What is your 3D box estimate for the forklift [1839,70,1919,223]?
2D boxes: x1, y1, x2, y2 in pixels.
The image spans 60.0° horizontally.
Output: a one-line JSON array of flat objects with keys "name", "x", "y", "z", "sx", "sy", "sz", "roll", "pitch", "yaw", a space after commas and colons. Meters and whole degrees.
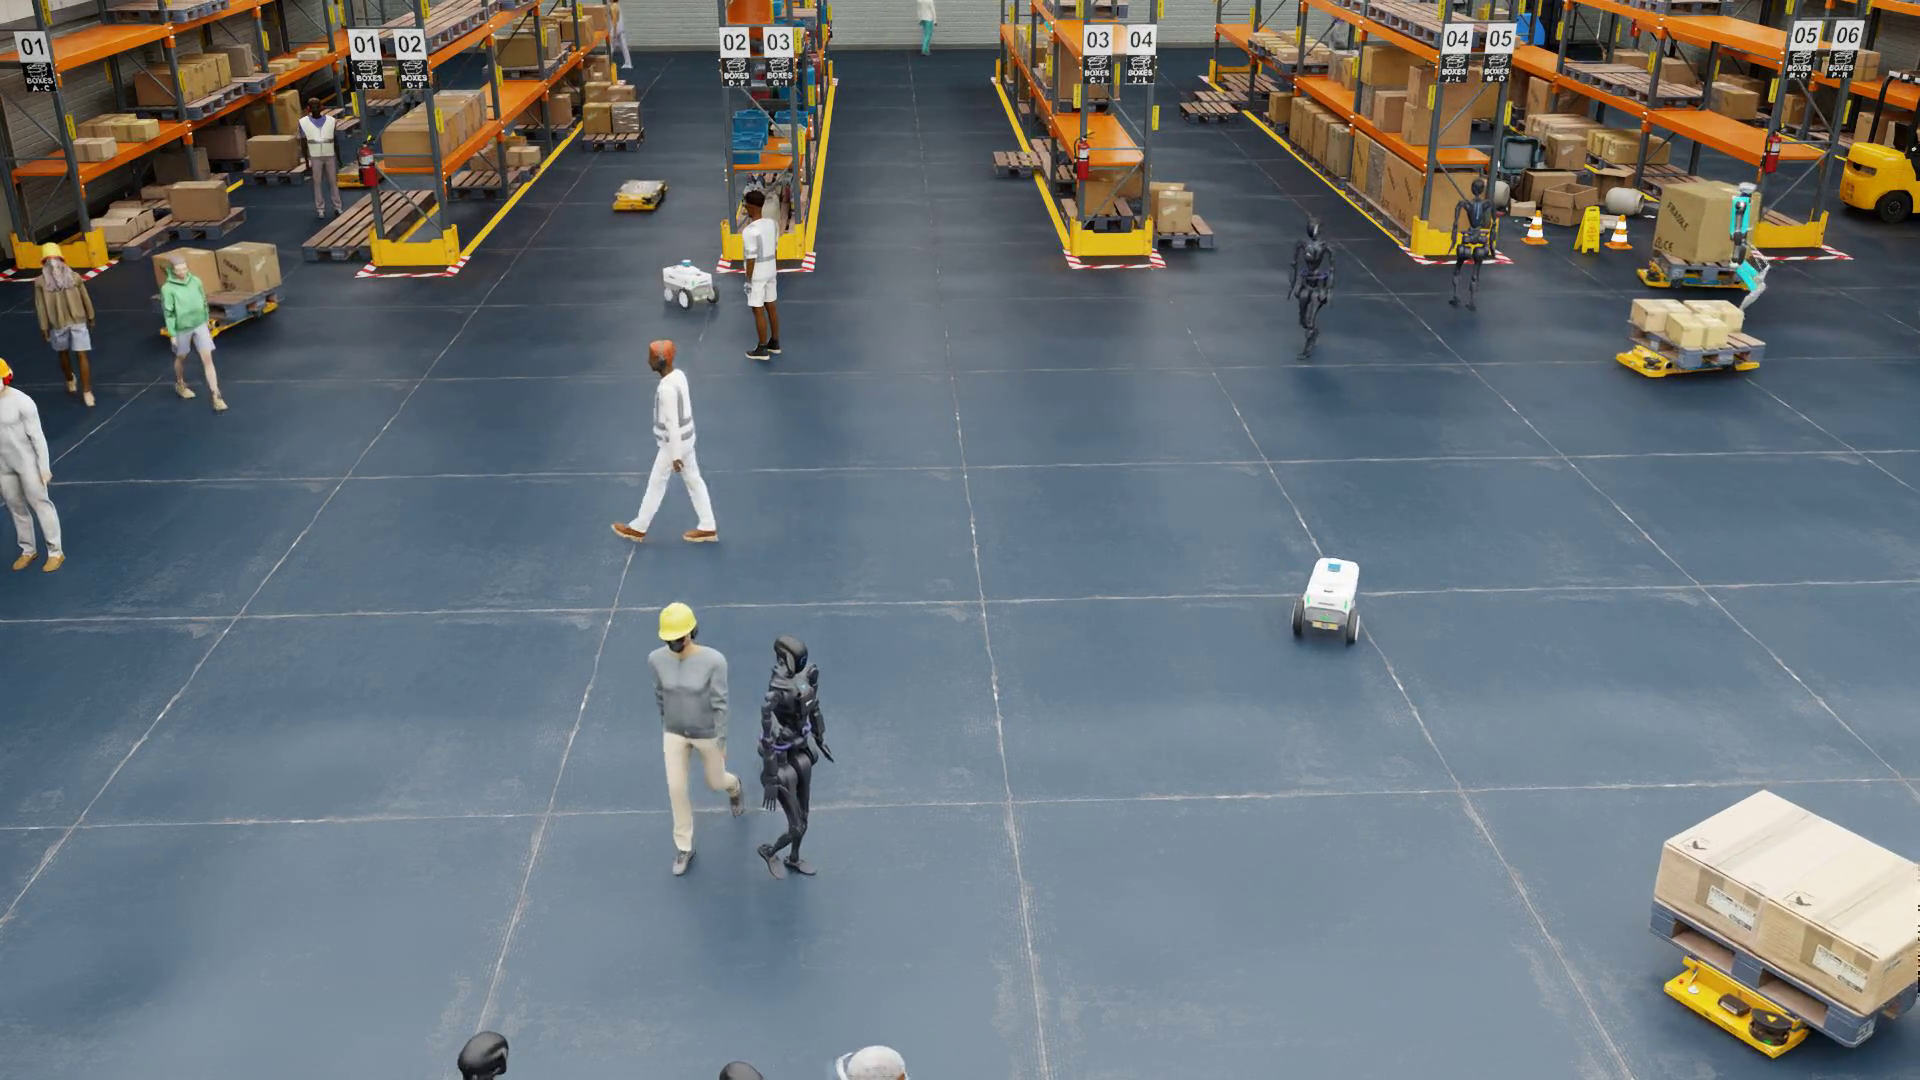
[{"name": "forklift", "x": 15.132, "y": -6.143, "z": 25.915, "sx": 2.313, "sy": 2.155, "sz": 1.214, "roll": -1, "pitch": 24, "yaw": -2}]

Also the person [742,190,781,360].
[{"name": "person", "x": -2.324, "y": -3.080, "z": 19.307, "sx": 0.361, "sy": 1.963, "sz": 0.611, "roll": 12, "pitch": 27, "yaw": 25}]

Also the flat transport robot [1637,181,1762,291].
[{"name": "flat transport robot", "x": 9.975, "y": -3.568, "z": 22.490, "sx": 1.431, "sy": 0.231, "sz": 0.659, "roll": 4, "pitch": 24, "yaw": 8}]

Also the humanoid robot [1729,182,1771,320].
[{"name": "humanoid robot", "x": 9.772, "y": -3.510, "z": 20.513, "sx": 0.692, "sy": 1.769, "sz": 0.532, "roll": 11, "pitch": 26, "yaw": 22}]

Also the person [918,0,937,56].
[{"name": "person", "x": -0.842, "y": -13.253, "z": 42.424, "sx": 0.539, "sy": 1.759, "sz": 0.471, "roll": 19, "pitch": 30, "yaw": 36}]

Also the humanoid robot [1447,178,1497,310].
[{"name": "humanoid robot", "x": 6.555, "y": -3.785, "z": 21.253, "sx": 0.616, "sy": 1.635, "sz": 0.436, "roll": 1, "pitch": 24, "yaw": 1}]

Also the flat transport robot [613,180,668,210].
[{"name": "flat transport robot", "x": -5.209, "y": -5.631, "z": 27.125, "sx": 0.659, "sy": 0.231, "sz": 1.431, "roll": 0, "pitch": 24, "yaw": 0}]

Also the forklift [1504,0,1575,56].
[{"name": "forklift", "x": 14.700, "y": -13.805, "z": 42.301, "sx": 1.873, "sy": 2.768, "sz": 1.129, "roll": -1, "pitch": 24, "yaw": -2}]

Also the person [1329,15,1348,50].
[{"name": "person", "x": 9.547, "y": -13.032, "z": 41.899, "sx": 0.584, "sy": 1.776, "sz": 0.585, "roll": -7, "pitch": 25, "yaw": -15}]

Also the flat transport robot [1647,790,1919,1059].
[{"name": "flat transport robot", "x": 4.620, "y": 2.354, "z": 9.184, "sx": 1.431, "sy": 0.231, "sz": 0.659, "roll": -15, "pitch": 28, "yaw": -31}]

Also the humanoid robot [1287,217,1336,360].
[{"name": "humanoid robot", "x": 4.161, "y": -2.968, "z": 19.436, "sx": 0.612, "sy": 1.638, "sz": 0.650, "roll": 19, "pitch": 30, "yaw": 36}]

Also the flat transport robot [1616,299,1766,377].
[{"name": "flat transport robot", "x": 8.411, "y": -2.104, "z": 19.200, "sx": 1.431, "sy": 0.231, "sz": 0.659, "roll": -5, "pitch": 25, "yaw": -12}]

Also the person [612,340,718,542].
[{"name": "person", "x": -2.594, "y": -0.840, "z": 14.418, "sx": 0.960, "sy": 1.839, "sz": 0.604, "roll": 2, "pitch": 24, "yaw": 4}]

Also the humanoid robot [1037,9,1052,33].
[{"name": "humanoid robot", "x": 2.262, "y": -13.021, "z": 41.930, "sx": 0.538, "sy": 1.787, "sz": 0.793, "roll": 10, "pitch": 26, "yaw": 21}]

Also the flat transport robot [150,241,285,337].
[{"name": "flat transport robot", "x": -9.262, "y": -2.819, "z": 20.806, "sx": 0.659, "sy": 0.231, "sz": 1.431, "roll": 6, "pitch": 25, "yaw": 12}]

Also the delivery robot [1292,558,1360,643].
[{"name": "delivery robot", "x": 2.915, "y": 0.459, "z": 13.113, "sx": 0.516, "sy": 0.614, "sz": 0.785, "roll": 8, "pitch": 25, "yaw": 18}]

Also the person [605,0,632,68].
[{"name": "person", "x": -8.460, "y": -12.383, "z": 40.390, "sx": 0.940, "sy": 1.821, "sz": 0.547, "roll": 5, "pitch": 25, "yaw": 11}]

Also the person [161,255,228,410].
[{"name": "person", "x": -8.275, "y": -2.268, "z": 17.835, "sx": 0.509, "sy": 1.678, "sz": 0.946, "roll": -22, "pitch": 32, "yaw": -40}]

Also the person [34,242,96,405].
[{"name": "person", "x": -9.665, "y": -2.374, "z": 18.017, "sx": 0.543, "sy": 1.724, "sz": 0.894, "roll": -12, "pitch": 27, "yaw": -25}]

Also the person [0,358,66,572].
[{"name": "person", "x": -7.899, "y": -0.640, "z": 13.925, "sx": 0.569, "sy": 1.889, "sz": 0.389, "roll": 3, "pitch": 24, "yaw": 6}]

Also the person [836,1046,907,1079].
[{"name": "person", "x": -0.407, "y": 2.730, "z": 6.397, "sx": 0.546, "sy": 1.846, "sz": 0.841, "roll": 20, "pitch": 31, "yaw": 37}]

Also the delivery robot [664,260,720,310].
[{"name": "delivery robot", "x": -3.520, "y": -3.323, "z": 21.612, "sx": 0.499, "sy": 0.614, "sz": 0.811, "roll": -21, "pitch": 31, "yaw": -39}]

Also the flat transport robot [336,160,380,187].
[{"name": "flat transport robot", "x": -10.281, "y": -6.288, "z": 28.601, "sx": 0.659, "sy": 0.231, "sz": 1.431, "roll": -1, "pitch": 24, "yaw": -2}]

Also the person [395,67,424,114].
[{"name": "person", "x": -10.824, "y": -8.909, "z": 32.745, "sx": 0.533, "sy": 1.683, "sz": 0.543, "roll": -1, "pitch": 24, "yaw": -1}]

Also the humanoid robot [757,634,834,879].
[{"name": "humanoid robot", "x": -1.003, "y": 1.278, "z": 9.874, "sx": 0.359, "sy": 1.647, "sz": 0.598, "roll": 13, "pitch": 27, "yaw": 27}]

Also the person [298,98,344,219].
[{"name": "person", "x": -9.937, "y": -5.957, "z": 25.919, "sx": 0.563, "sy": 1.845, "sz": 0.389, "roll": -15, "pitch": 28, "yaw": -30}]

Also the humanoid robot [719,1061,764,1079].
[{"name": "humanoid robot", "x": -0.861, "y": 2.707, "z": 6.665, "sx": 0.492, "sy": 1.634, "sz": 0.601, "roll": 19, "pitch": 30, "yaw": 36}]

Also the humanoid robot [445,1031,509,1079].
[{"name": "humanoid robot", "x": -1.896, "y": 2.695, "z": 6.731, "sx": 0.583, "sy": 1.633, "sz": 0.726, "roll": 9, "pitch": 25, "yaw": 19}]

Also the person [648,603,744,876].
[{"name": "person", "x": -1.605, "y": 1.124, "z": 10.126, "sx": 0.519, "sy": 1.741, "sz": 0.698, "roll": 4, "pitch": 24, "yaw": 9}]
